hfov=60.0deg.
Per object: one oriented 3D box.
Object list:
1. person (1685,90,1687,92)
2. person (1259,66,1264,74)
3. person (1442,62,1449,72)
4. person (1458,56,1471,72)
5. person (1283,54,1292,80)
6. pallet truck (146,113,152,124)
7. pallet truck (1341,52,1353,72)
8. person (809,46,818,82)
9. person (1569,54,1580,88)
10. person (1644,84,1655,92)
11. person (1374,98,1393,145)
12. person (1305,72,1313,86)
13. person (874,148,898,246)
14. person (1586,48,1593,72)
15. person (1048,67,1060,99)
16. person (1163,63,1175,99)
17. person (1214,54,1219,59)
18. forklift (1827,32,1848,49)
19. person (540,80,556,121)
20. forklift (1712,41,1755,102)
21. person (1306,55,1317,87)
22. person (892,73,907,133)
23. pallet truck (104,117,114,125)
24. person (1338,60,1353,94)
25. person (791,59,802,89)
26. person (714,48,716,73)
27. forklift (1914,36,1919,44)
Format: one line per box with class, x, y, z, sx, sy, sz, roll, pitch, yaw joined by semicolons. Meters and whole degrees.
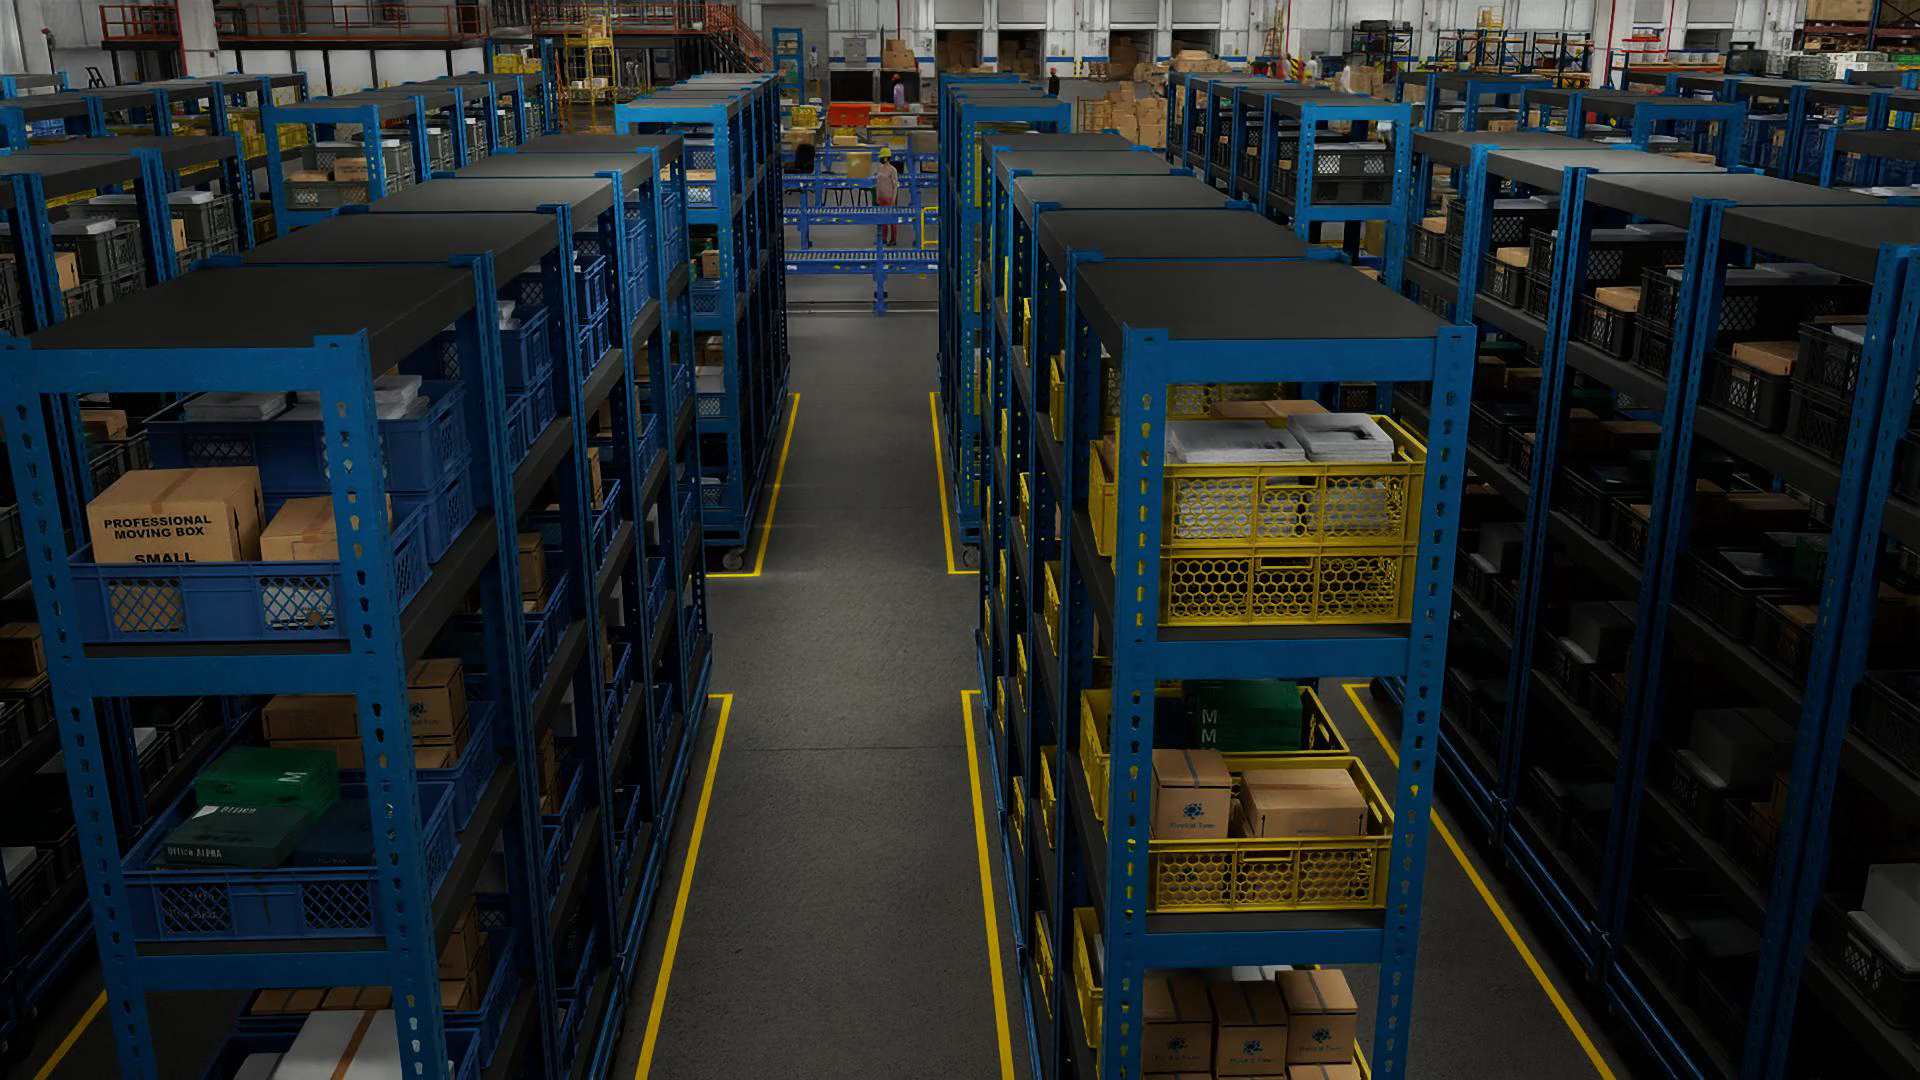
person;29.698;-18.558;68.246;0.639;1.907;1.034;2;18;6
person;12.109;-18.103;66.924;0.524;1.851;0.563;-11;21;-30
person;21.886;-20.685;75.095;0.295;1.744;0.487;7;19;20
person;24.215;-22.305;79.908;0.602;1.887;0.932;9;20;26
person;16.546;-23.501;83.678;0.630;1.821;0.657;0;18;0
pallet truck;-18.087;-8.309;36.390;1.885;1.965;0.823;-1;18;-4
pallet truck;18.794;-23.123;82.231;0.823;1.965;1.885;-13;22;-35
person;-8.281;-26.920;94.057;0.603;1.950;0.388;-16;24;-40
person;29.615;-22.420;80.166;0.370;1.929;0.585;12;22;33
person;24.534;-15.681;59.370;0.949;1.904;0.559;-1;18;-4
person;12.121;-11.760;47.573;0.542;1.685;0.368;1;18;2
person;13.626;-17.326;64.728;0.866;1.731;0.533;4;18;13
person;-1.357;-6.300;30.544;0.312;1.768;0.522;-17;24;-42
person;34.175;-25.698;90.311;0.524;1.927;0.561;-10;20;-28
person;3.515;-16.820;62.730;0.377;1.995;0.608;-11;21;-31
person;8.306;-17.725;65.458;0.681;2.000;0.536;-2;18;-6
person;13.513;-24.759;87.772;0.319;1.699;0.532;1;18;2
forklift;46.023;-25.321;87.619;1.129;2.768;1.873;-1;18;-2
person;-15.497;-16.696;62.526;0.354;1.884;0.576;14;22;36
forklift;31.079;-18.508;66.536;1.129;2.768;1.873;-1;18;-2
person;16.795;-22.197;79.480;0.369;1.932;0.623;-14;23;-37
person;-1.997;-14.745;56.278;0.690;2.026;0.618;8;19;22
pallet truck;-18.367;-7.885;35.078;1.885;1.965;0.823;1;18;2
person;17.107;-20.296;73.697;1.078;1.880;0.651;6;19;18
person;-8.449;-24.343;86.126;0.569;1.926;0.550;-2;18;-7
person;-13.865;-26.854;93.775;0.371;1.996;0.622;-7;19;-20
forklift;50.112;-25.109;86.965;1.129;2.768;1.873;-7;19;-21
